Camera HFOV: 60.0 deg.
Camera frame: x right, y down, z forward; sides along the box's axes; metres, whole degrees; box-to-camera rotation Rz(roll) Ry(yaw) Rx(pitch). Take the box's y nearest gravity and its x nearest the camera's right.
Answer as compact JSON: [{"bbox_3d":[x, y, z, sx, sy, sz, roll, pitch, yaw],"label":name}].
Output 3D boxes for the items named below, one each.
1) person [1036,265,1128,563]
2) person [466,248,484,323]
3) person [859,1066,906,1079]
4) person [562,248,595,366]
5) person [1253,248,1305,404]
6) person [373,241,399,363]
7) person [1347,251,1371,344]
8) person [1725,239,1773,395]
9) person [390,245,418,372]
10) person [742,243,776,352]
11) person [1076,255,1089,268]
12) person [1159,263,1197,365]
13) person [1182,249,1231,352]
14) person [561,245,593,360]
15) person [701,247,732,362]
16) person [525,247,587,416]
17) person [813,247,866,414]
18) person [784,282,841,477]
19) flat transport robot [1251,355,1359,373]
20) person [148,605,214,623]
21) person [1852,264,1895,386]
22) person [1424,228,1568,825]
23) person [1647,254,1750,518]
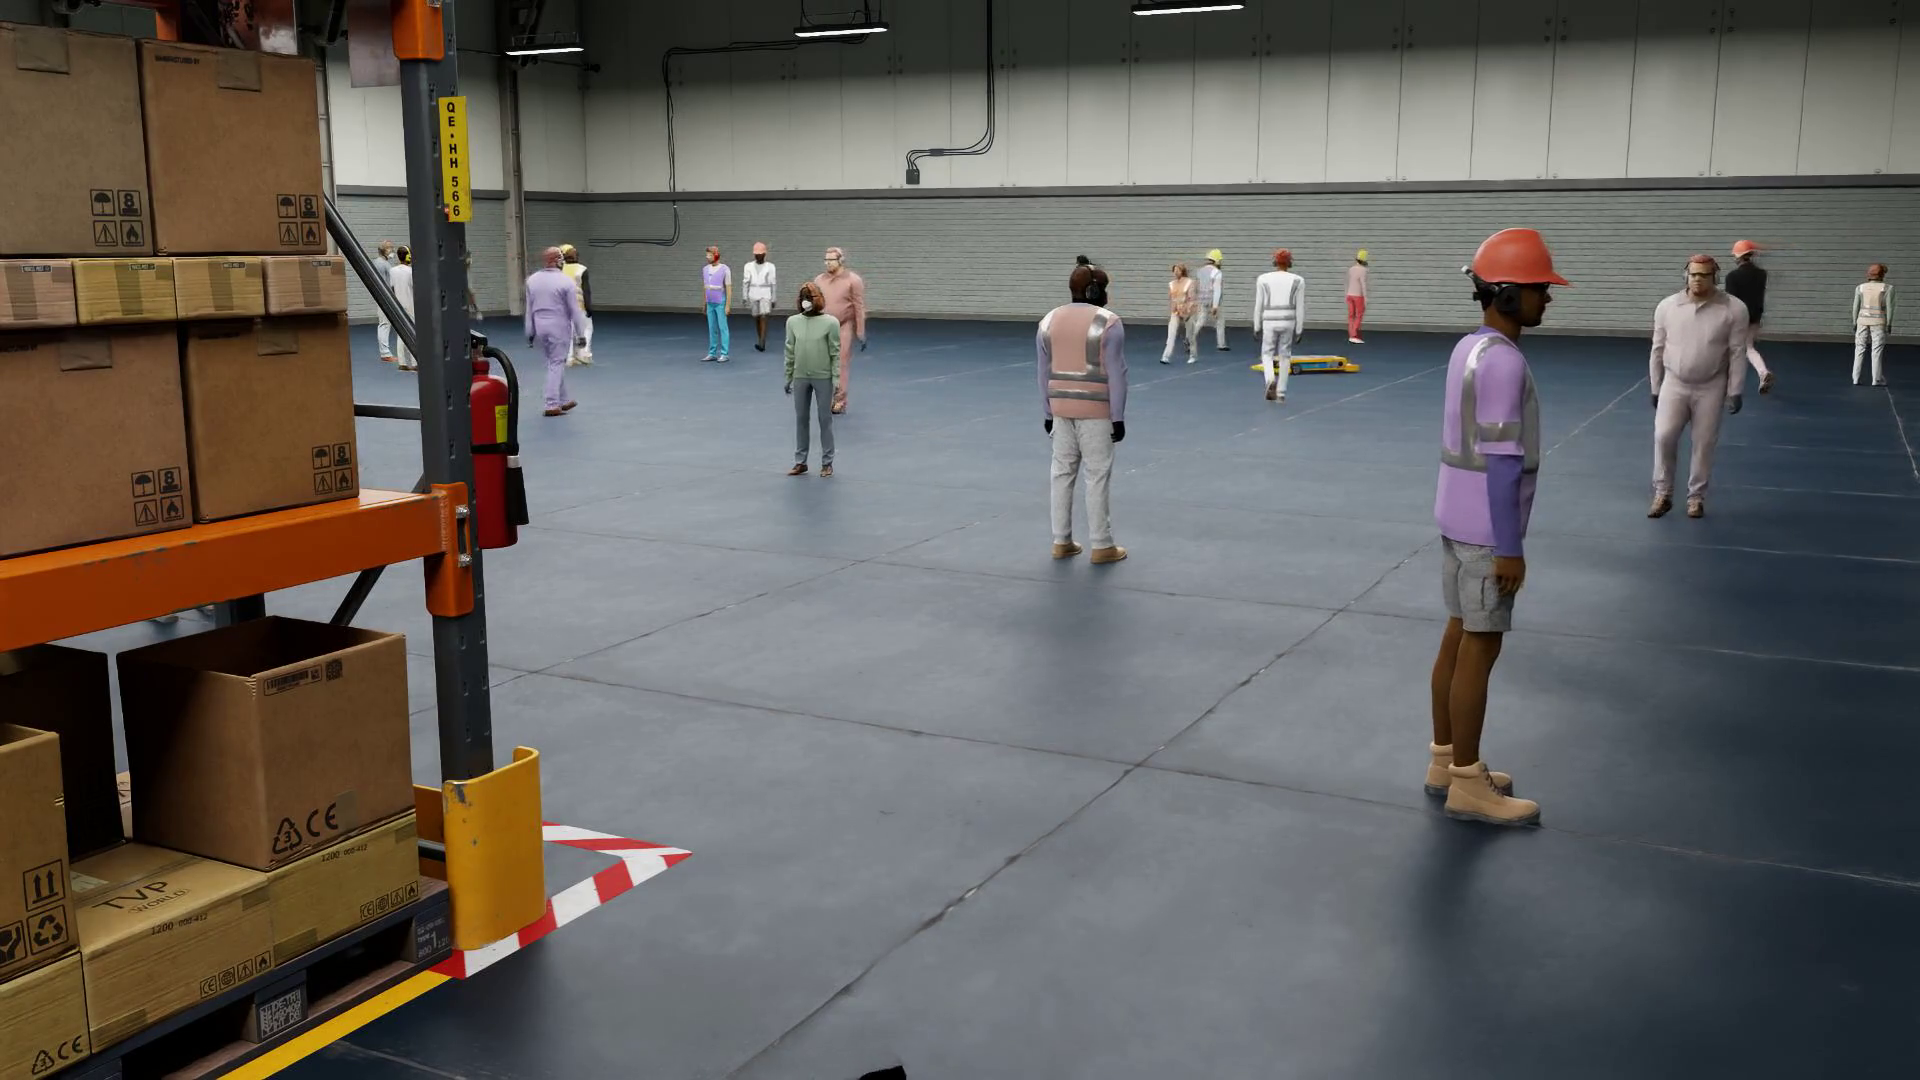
[{"bbox_3d":[0.778,-0.781,10.357,0.624,1.841,0.430,8,13,38],"label":"person"},{"bbox_3d":[-7.231,-3.335,24.316,0.906,1.823,0.575,-10,14,-43],"label":"person"},{"bbox_3d":[-0.042,1.034,1.042,0.494,1.624,0.280,-1,10,-8],"label":"person"},{"bbox_3d":[-5.957,-3.609,25.827,0.650,1.820,0.614,3,11,16],"label":"person"},{"bbox_3d":[3.820,-2.547,19.896,0.601,1.868,0.501,2,11,8],"label":"person"},{"bbox_3d":[-9.132,-3.782,26.460,0.372,1.934,0.627,-3,11,-14],"label":"person"},{"bbox_3d":[7.405,-4.523,31.079,0.375,1.726,0.568,-4,11,-20],"label":"person"},{"bbox_3d":[9.882,-2.785,20.909,0.617,1.970,0.761,-3,11,-14],"label":"person"},{"bbox_3d":[-8.219,-3.436,24.747,0.520,1.871,0.326,4,11,21],"label":"person"},{"bbox_3d":[-3.508,-4.223,29.012,0.556,1.875,1.013,1,10,8],"label":"person"},{"bbox_3d":[2.245,-4.160,29.199,0.634,1.684,0.541,1,10,4],"label":"person"},{"bbox_3d":[3.485,-3.549,26.161,0.510,1.589,0.913,8,13,36],"label":"person"},{"bbox_3d":[4.273,-4.117,28.691,0.886,1.797,0.582,-7,12,-32],"label":"person"},{"bbox_3d":[-6.349,-3.805,26.784,0.600,1.879,1.040,5,11,25],"label":"person"},{"bbox_3d":[-3.875,-3.760,26.596,0.564,1.840,0.396,8,13,37],"label":"person"},{"bbox_3d":[-4.502,-2.362,18.860,0.676,1.873,0.889,5,11,24],"label":"person"},{"bbox_3d":[-1.427,-2.395,19.055,0.689,1.904,0.502,5,11,25],"label":"person"},{"bbox_3d":[-1.242,-1.345,13.982,0.524,1.631,0.295,3,11,15],"label":"person"},{"bbox_3d":[5.097,-2.605,24.579,1.431,0.197,0.652,-3,11,-18],"label":"flat transport robot"},{"bbox_3d":[-4.170,-0.490,8.749,0.332,1.844,0.508,10,14,42],"label":"person"},{"bbox_3d":[12.263,-2.882,22.367,0.315,1.636,0.515,-8,13,-38],"label":"person"},{"bbox_3d":[1.858,-0.048,5.797,0.389,2.045,0.606,1,10,6],"label":"person"},{"bbox_3d":[5.231,-1.075,11.831,0.657,1.889,0.634,5,12,27],"label":"person"}]
